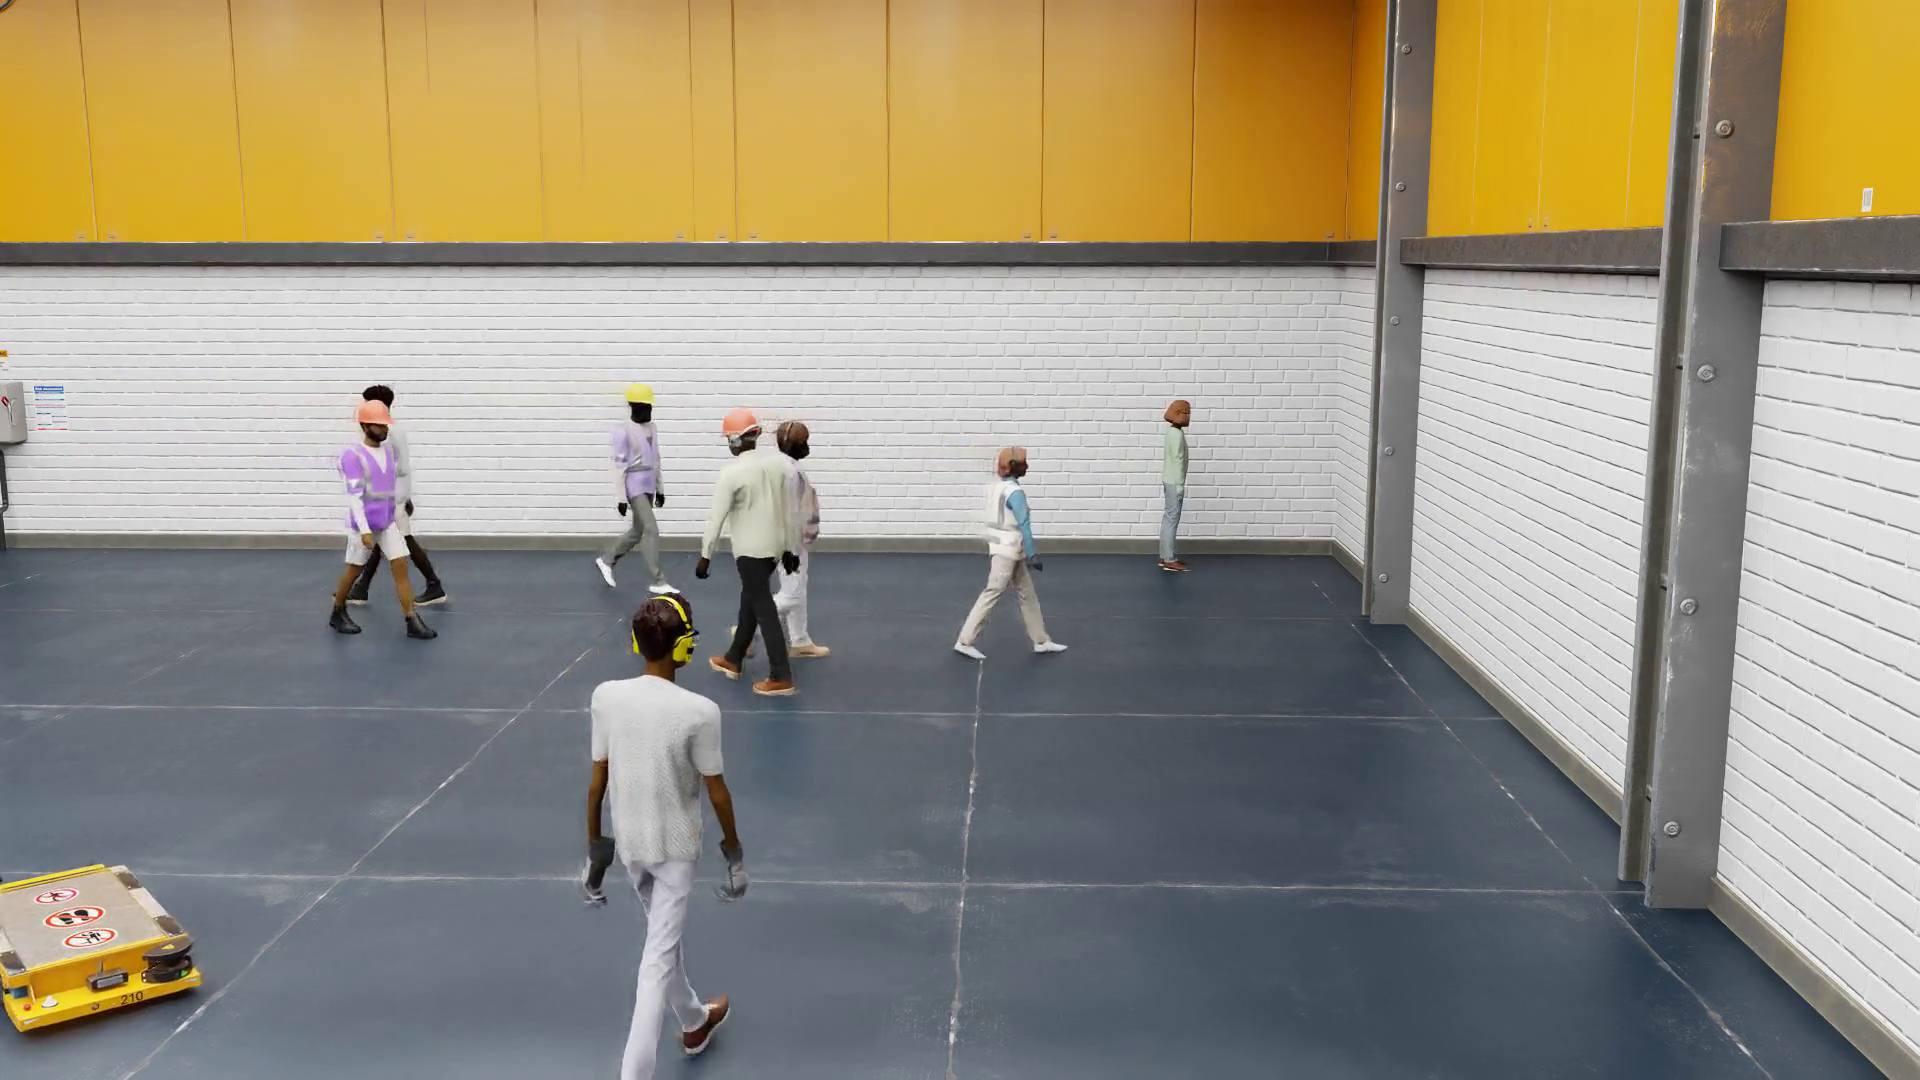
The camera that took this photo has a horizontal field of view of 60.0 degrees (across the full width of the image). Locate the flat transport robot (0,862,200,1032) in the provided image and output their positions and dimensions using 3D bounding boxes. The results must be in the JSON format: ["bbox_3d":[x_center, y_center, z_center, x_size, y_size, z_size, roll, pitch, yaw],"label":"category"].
[{"bbox_3d":[-3.778,1.666,7.058,0.652,0.197,1.431,-8,13,-39],"label":"flat transport robot"}]

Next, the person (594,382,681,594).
[{"bbox_3d":[-2.909,-0.469,14.826,0.871,1.898,0.598,3,10,19],"label":"person"}]

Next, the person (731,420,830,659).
[{"bbox_3d":[-1.317,0.022,12.165,0.693,1.819,0.642,-3,10,-15],"label":"person"}]

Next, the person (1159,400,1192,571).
[{"bbox_3d":[2.067,-0.528,15.921,0.267,1.631,0.507,0,10,-2],"label":"person"}]

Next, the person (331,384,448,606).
[{"bbox_3d":[-4.877,-0.364,14.187,0.997,1.905,0.620,-1,10,-6],"label":"person"}]

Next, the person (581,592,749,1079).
[{"bbox_3d":[-0.994,1.081,5.926,0.547,1.824,0.936,4,11,23],"label":"person"}]

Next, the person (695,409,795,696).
[{"bbox_3d":[-1.502,0.076,11.464,0.980,1.938,0.648,7,12,34],"label":"person"}]

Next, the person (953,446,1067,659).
[{"bbox_3d":[0.351,0.099,12.374,0.878,1.596,0.506,-1,10,-6],"label":"person"}]

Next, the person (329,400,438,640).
[{"bbox_3d":[-4.616,-0.158,13.045,1.007,1.893,0.552,5,11,26],"label":"person"}]
